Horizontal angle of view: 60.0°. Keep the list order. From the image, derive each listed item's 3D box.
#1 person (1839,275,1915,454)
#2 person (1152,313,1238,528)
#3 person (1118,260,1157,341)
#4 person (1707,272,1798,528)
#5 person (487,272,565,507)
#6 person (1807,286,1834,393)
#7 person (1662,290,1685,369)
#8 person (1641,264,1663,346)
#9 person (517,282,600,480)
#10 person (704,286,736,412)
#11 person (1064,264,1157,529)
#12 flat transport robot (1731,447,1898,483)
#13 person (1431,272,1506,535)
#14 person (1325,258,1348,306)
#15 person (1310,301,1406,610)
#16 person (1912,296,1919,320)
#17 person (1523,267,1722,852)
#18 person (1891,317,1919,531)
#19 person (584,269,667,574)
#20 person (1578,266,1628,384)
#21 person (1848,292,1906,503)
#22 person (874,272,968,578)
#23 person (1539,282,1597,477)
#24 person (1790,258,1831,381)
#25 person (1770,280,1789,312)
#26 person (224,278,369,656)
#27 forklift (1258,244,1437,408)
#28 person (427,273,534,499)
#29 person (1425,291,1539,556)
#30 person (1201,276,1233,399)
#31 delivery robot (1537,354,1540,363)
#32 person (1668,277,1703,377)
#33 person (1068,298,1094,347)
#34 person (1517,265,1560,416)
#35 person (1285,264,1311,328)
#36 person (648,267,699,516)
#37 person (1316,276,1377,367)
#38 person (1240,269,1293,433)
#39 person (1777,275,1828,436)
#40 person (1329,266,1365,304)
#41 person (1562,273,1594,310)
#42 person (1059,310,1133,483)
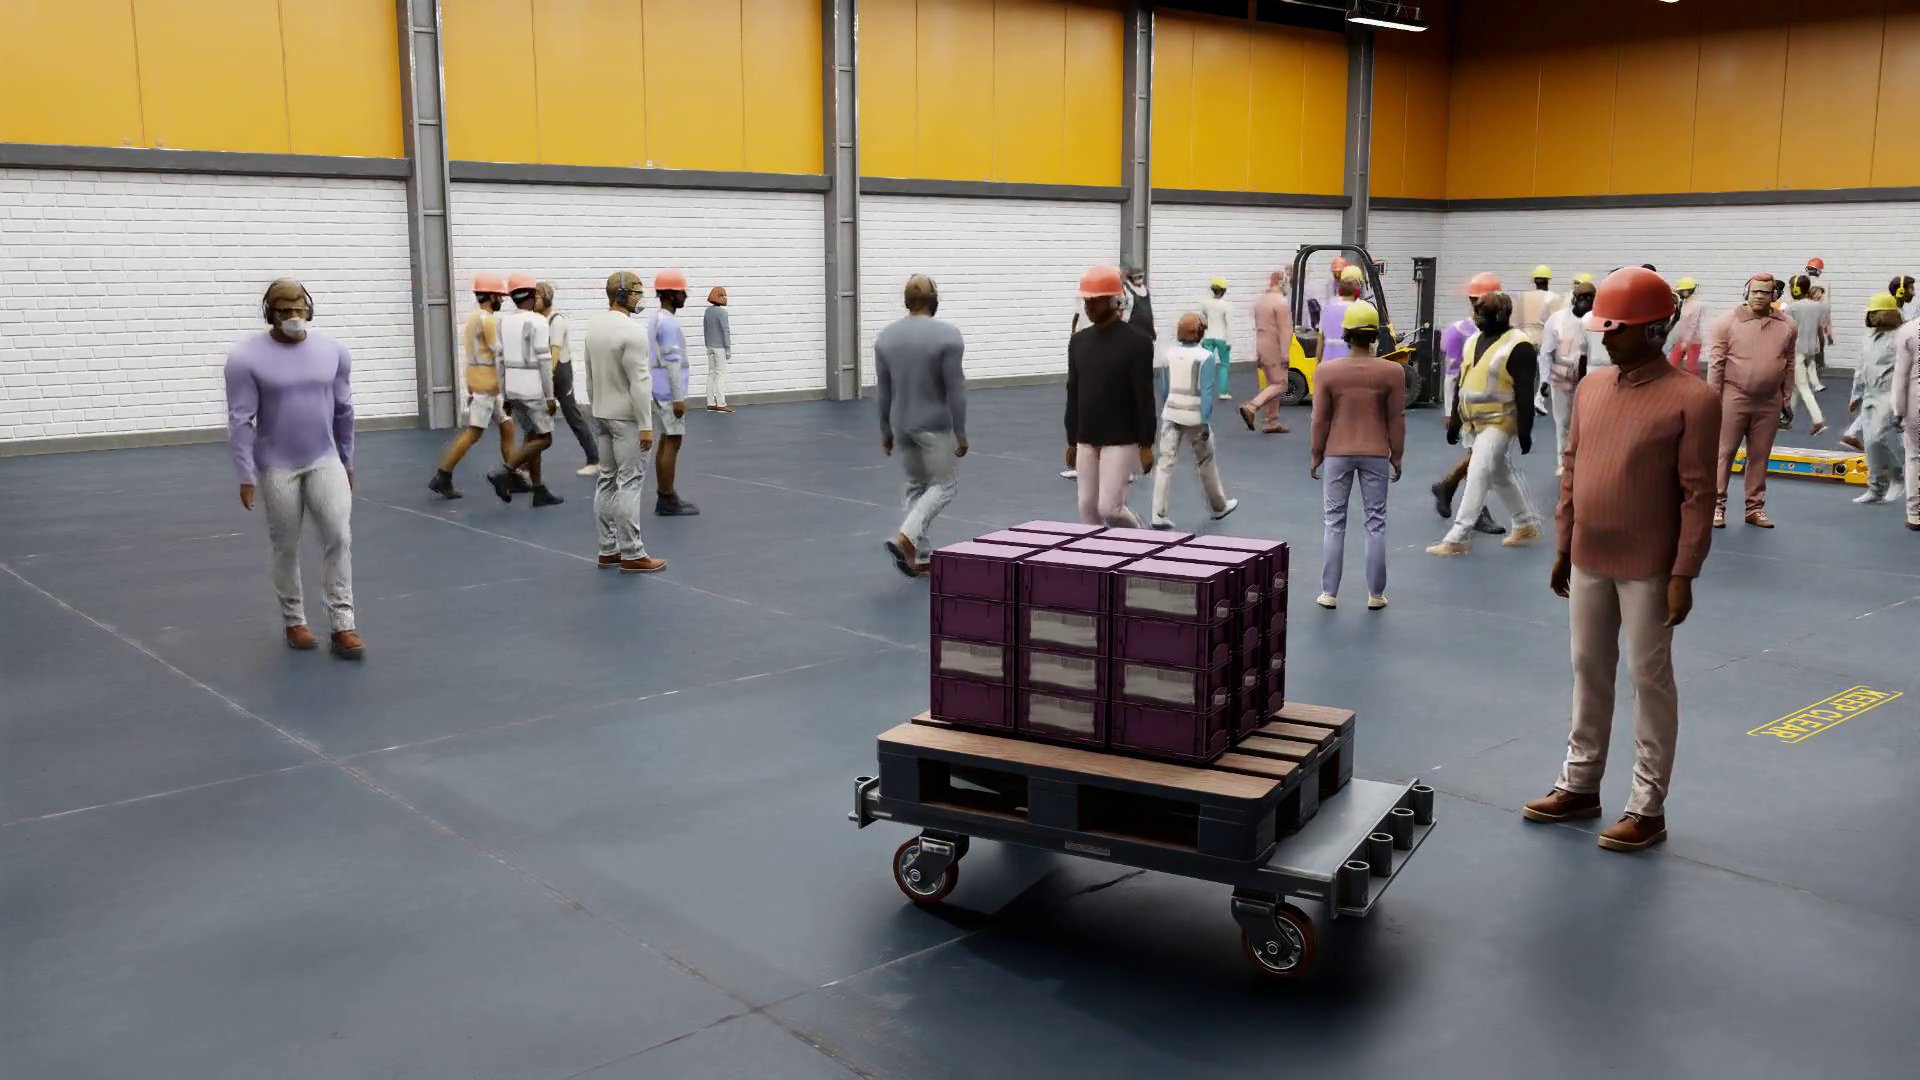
[{"bbox_3d":[9.561,-1.788,17.057,0.880,1.827,0.549,6,11,29],"label":"person"},{"bbox_3d":[1.729,-0.892,12.441,0.533,1.587,0.889,10,14,44],"label":"person"},{"bbox_3d":[2.477,-3.002,23.517,0.801,2.000,0.839,7,12,37],"label":"person"},{"bbox_3d":[5.896,-1.031,12.380,0.642,1.905,0.399,0,10,2],"label":"person"},{"bbox_3d":[-3.506,-1.184,13.274,0.562,1.903,0.671,7,12,37],"label":"person"},{"bbox_3d":[12.715,-2.997,24.818,0.511,1.581,0.902,-2,10,-12],"label":"person"},{"bbox_3d":[10.219,-2.843,23.808,0.520,1.614,0.457,1,10,7],"label":"person"},{"bbox_3d":[9.311,-2.784,22.611,0.393,1.915,0.587,-8,13,-40],"label":"person"},{"bbox_3d":[-3.691,-1.431,15.080,0.512,1.795,0.998,9,13,43],"label":"person"},{"bbox_3d":[-3.142,-2.476,21.628,0.265,1.631,0.507,-8,13,-41],"label":"person"},{"bbox_3d":[0.862,-0.590,9.570,0.523,1.973,0.641,-9,13,-42],"label":"person"},{"bbox_3d":[7.737,-0.709,15.266,0.652,0.197,1.431,-8,13,-41],"label":"flat transport robot"},{"bbox_3d":[3.807,-1.034,12.389,0.551,1.915,0.846,-4,11,-24],"label":"person"},{"bbox_3d":[5.864,-3.407,26.037,1.033,1.986,0.630,-9,13,-41],"label":"person"},{"bbox_3d":[2.269,-0.475,9.516,0.533,1.772,0.298,2,10,9],"label":"person"},{"bbox_3d":[13.939,-2.924,23.779,0.640,1.794,0.954,2,10,12],"label":"person"},{"bbox_3d":[2.275,0.066,5.718,0.393,1.985,0.611,-5,11,-26],"label":"person"},{"bbox_3d":[7.106,-0.965,12.055,0.645,1.880,0.664,4,11,25],"label":"person"},{"bbox_3d":[-2.160,-0.753,10.650,0.352,1.936,0.635,-8,13,-41],"label":"person"},{"bbox_3d":[5.211,-1.222,13.367,0.659,1.947,0.613,-8,12,-39],"label":"person"},{"bbox_3d":[7.468,-1.139,13.520,0.378,1.731,0.500,-1,10,-8],"label":"person"},{"bbox_3d":[-0.261,-0.687,10.302,0.642,1.927,0.647,7,12,34],"label":"person"},{"bbox_3d":[5.521,-1.404,14.910,0.618,1.788,1.019,5,11,26],"label":"person"},{"bbox_3d":[13.822,-3.573,27.027,0.409,1.988,0.628,-8,13,-40],"label":"person"},{"bbox_3d":[11.272,-2.759,23.101,0.317,1.695,0.540,-8,13,-41],"label":"person"},{"bbox_3d":[-3.297,-0.343,8.335,0.648,1.903,0.856,-8,12,-37],"label":"person"},{"bbox_3d":[5.256,-2.933,22.661,2.313,2.155,1.214,3,10,16],"label":"forklift"},{"bbox_3d":[-4.041,-1.284,13.938,0.972,1.890,0.554,-5,11,-27],"label":"person"},{"bbox_3d":[3.642,-0.796,11.351,0.978,1.801,0.640,-3,10,-17],"label":"person"},{"bbox_3d":[3.571,-2.822,23.353,0.527,1.744,0.690,8,12,38],"label":"person"},{"bbox_3d":[9.802,-3.228,28.910,0.707,0.478,0.477,8,12,38],"label":"delivery robot"},{"bbox_3d":[9.619,-2.607,22.080,0.538,1.740,0.518,-2,10,-12],"label":"person"},{"bbox_3d":[1.764,-2.706,22.369,0.559,1.841,0.680,5,11,28],"label":"person"},{"bbox_3d":[7.285,-2.492,20.918,0.434,1.906,0.611,-8,12,-38],"label":"person"},{"bbox_3d":[5.337,-3.492,26.856,0.744,1.877,0.661,-7,12,-35],"label":"person"},{"bbox_3d":[-2.246,-1.160,13.036,0.368,1.937,0.548,-3,10,-20],"label":"person"},{"bbox_3d":[3.978,-1.774,16.975,0.602,1.815,0.777,8,13,40],"label":"person"},{"bbox_3d":[3.479,-2.120,18.834,0.621,1.882,0.656,-2,10,-13],"label":"person"},{"bbox_3d":[9.595,-2.104,18.934,0.542,1.819,0.981,-3,10,-15],"label":"person"},{"bbox_3d":[4.243,-2.034,18.195,0.402,1.914,0.622,-4,10,-22],"label":"person"},{"bbox_3d":[8.672,-2.829,23.282,0.670,1.780,0.638,-1,10,-4],"label":"person"},{"bbox_3d":[1.214,-1.295,14.746,0.745,1.606,0.546,-1,10,-6],"label":"person"}]
